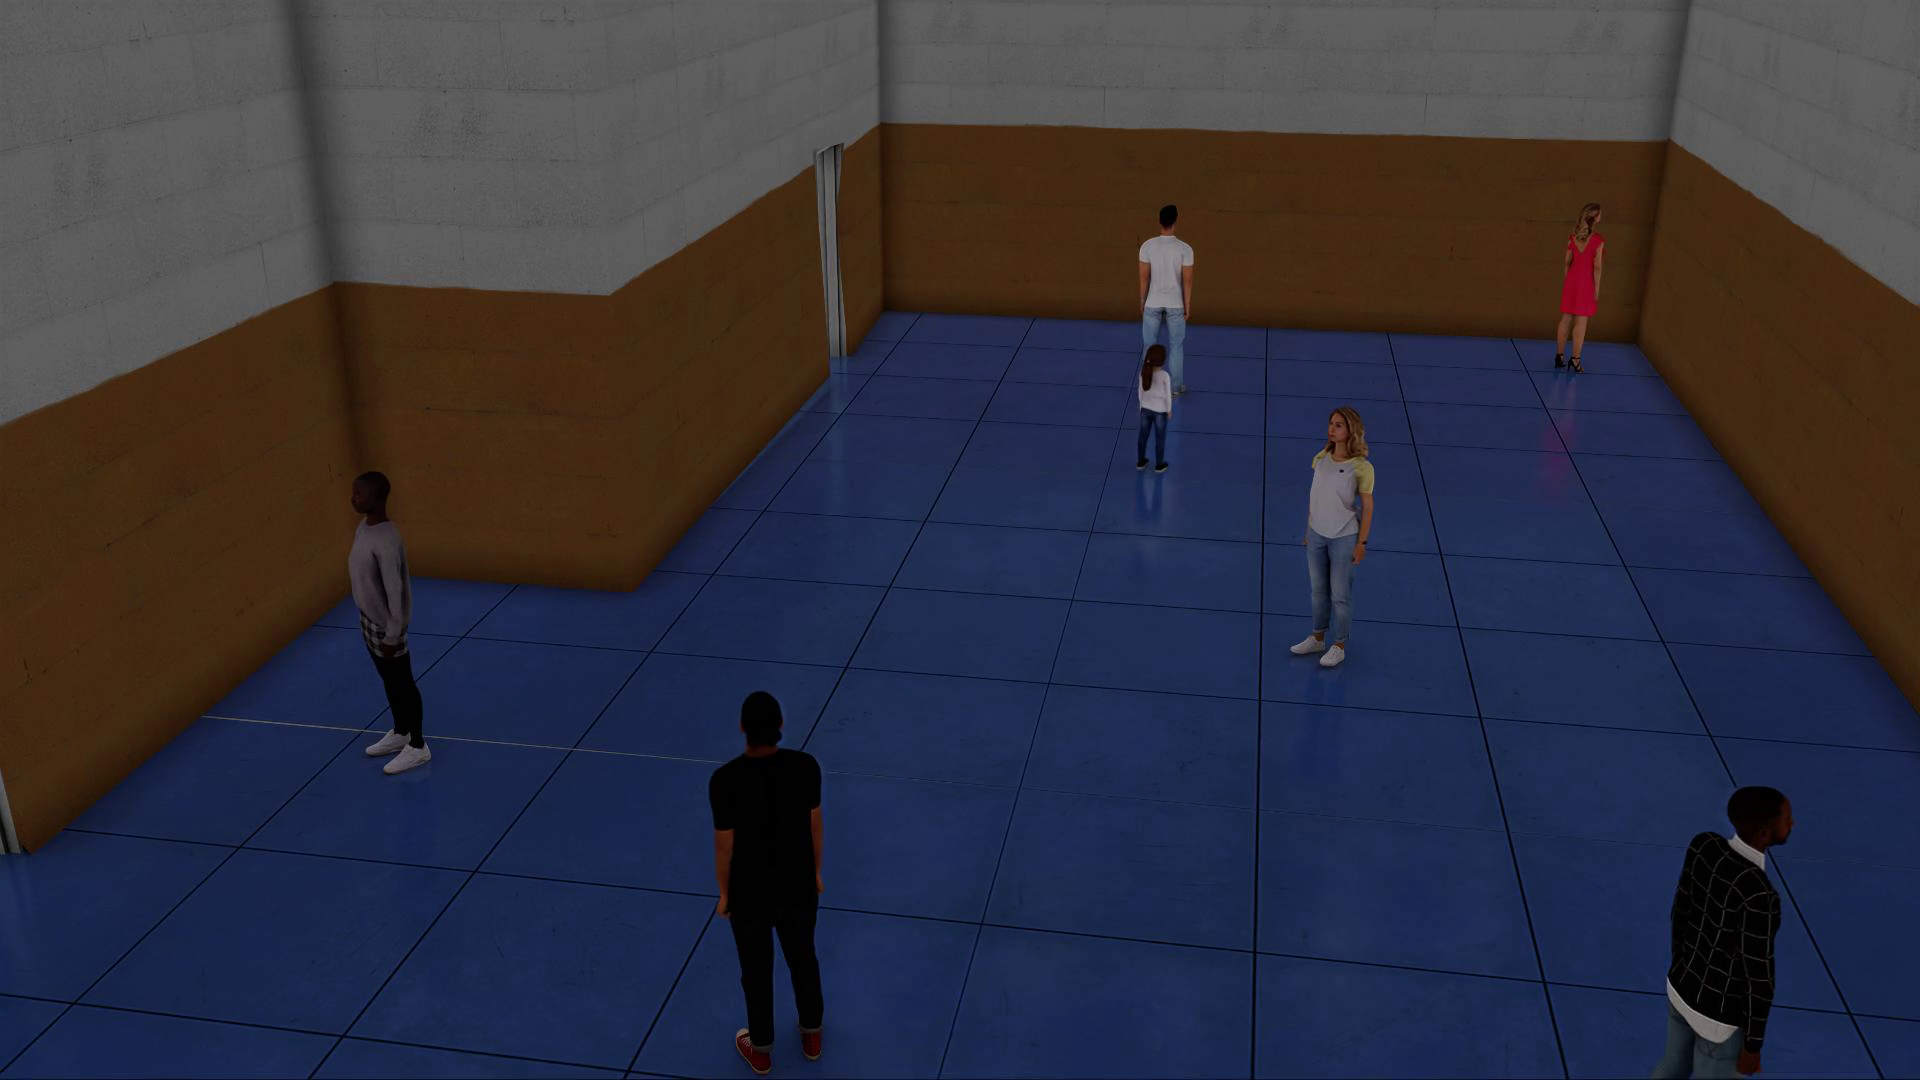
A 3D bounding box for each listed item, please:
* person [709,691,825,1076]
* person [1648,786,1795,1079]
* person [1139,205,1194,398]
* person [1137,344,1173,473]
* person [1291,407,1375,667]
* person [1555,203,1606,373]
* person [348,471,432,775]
[{"bbox_3d":[-0.791,1.435,6.975,0.665,1.758,0.771,-8,23,-19],"label":"person"},{"bbox_3d":[2.795,1.713,6.203,0.656,1.819,0.731,-3,22,-7],"label":"person"},{"bbox_3d":[1.989,-2.318,16.174,0.493,1.864,0.742,5,22,13],"label":"person"},{"bbox_3d":[1.663,-1.140,14.262,0.493,1.104,0.575,13,25,28],"label":"person"},{"bbox_3d":[2.403,-0.026,10.638,0.771,1.722,0.692,-17,28,-37],"label":"person"},{"bbox_3d":[6.354,-2.601,17.060,0.718,1.728,0.666,-13,25,-29],"label":"person"},{"bbox_3d":[-3.237,0.449,9.411,0.754,1.772,0.683,-16,27,-35],"label":"person"}]
